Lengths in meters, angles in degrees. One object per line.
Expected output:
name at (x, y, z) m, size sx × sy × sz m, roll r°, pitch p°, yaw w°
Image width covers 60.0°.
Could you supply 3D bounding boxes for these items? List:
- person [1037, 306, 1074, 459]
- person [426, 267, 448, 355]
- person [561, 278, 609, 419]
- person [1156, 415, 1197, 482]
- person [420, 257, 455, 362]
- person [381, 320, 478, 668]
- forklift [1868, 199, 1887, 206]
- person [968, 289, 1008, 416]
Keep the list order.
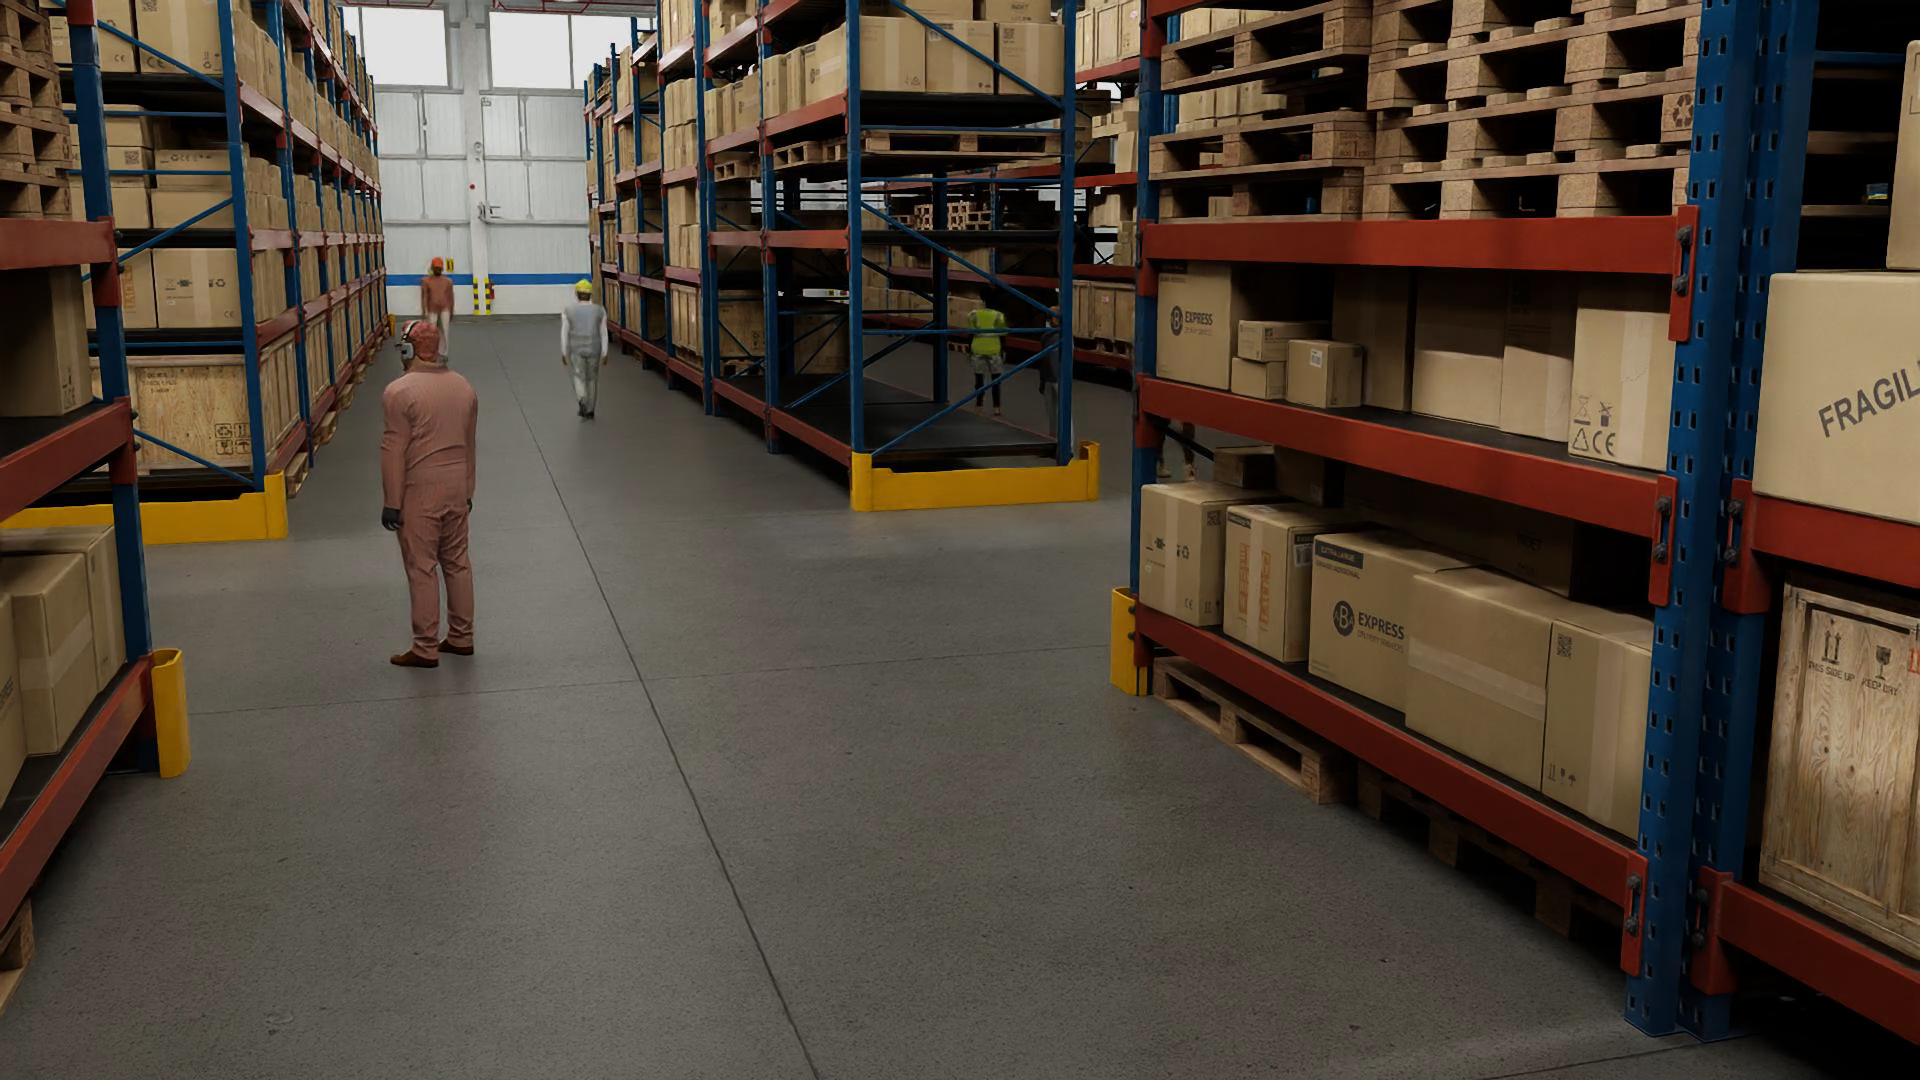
person at (1.016, -1.653, 17.585) m, size 0.288 × 1.627 × 0.498 m, roll -8°, pitch 13°, yaw -36°
person at (-10.425, -4.547, 33.079) m, size 0.524 × 1.760 × 0.327 m, roll 6°, pitch 12°, yaw 30°
person at (-4.822, -2.454, 21.437) m, size 0.609 × 1.812 × 0.470 m, roll -3°, pitch 11°, yaw -18°
person at (2.062, -1.534, 15.919) m, size 0.627 × 1.999 × 1.034 m, roll -2°, pitch 10°, yaw -10°
person at (-9.844, -4.351, 31.393) m, size 0.641 × 1.976 × 0.453 m, roll -5°, pitch 12°, yaw -26°
person at (-2.937, -0.255, 9.173) m, size 0.400 × 1.901 × 0.645 m, roll 5°, pitch 11°, yaw 25°
forklift at (11.338, -2.915, 21.052) m, size 1.129 × 2.768 × 1.873 m, roll -3°, pitch 11°, yaw -17°
person at (0.363, -2.438, 21.794) m, size 0.551 × 1.680 × 0.329 m, roll 2°, pitch 11°, yaw 11°
